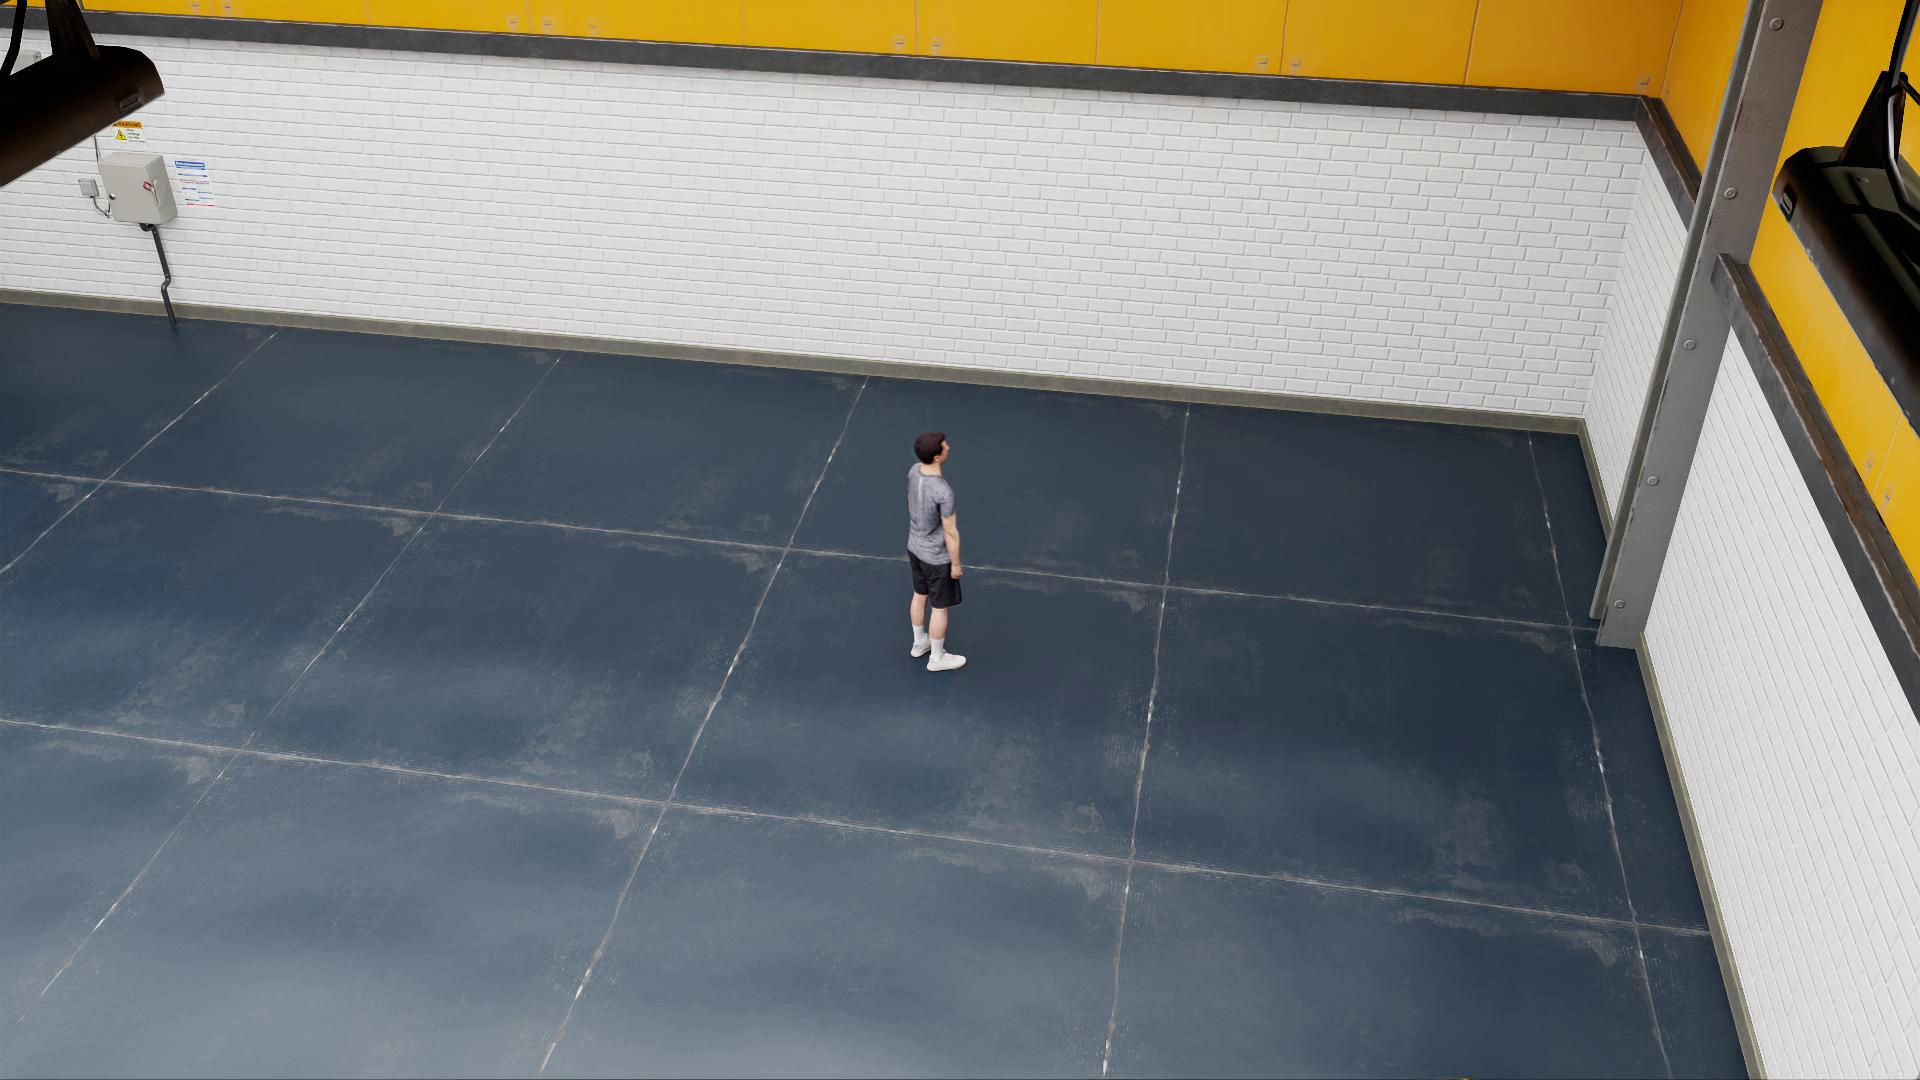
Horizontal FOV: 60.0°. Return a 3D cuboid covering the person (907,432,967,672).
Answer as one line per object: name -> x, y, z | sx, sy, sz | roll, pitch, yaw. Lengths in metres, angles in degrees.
person -> -0.202, 0.064, 11.533 | 0.784, 1.871, 0.715 | -20, 38, -27
